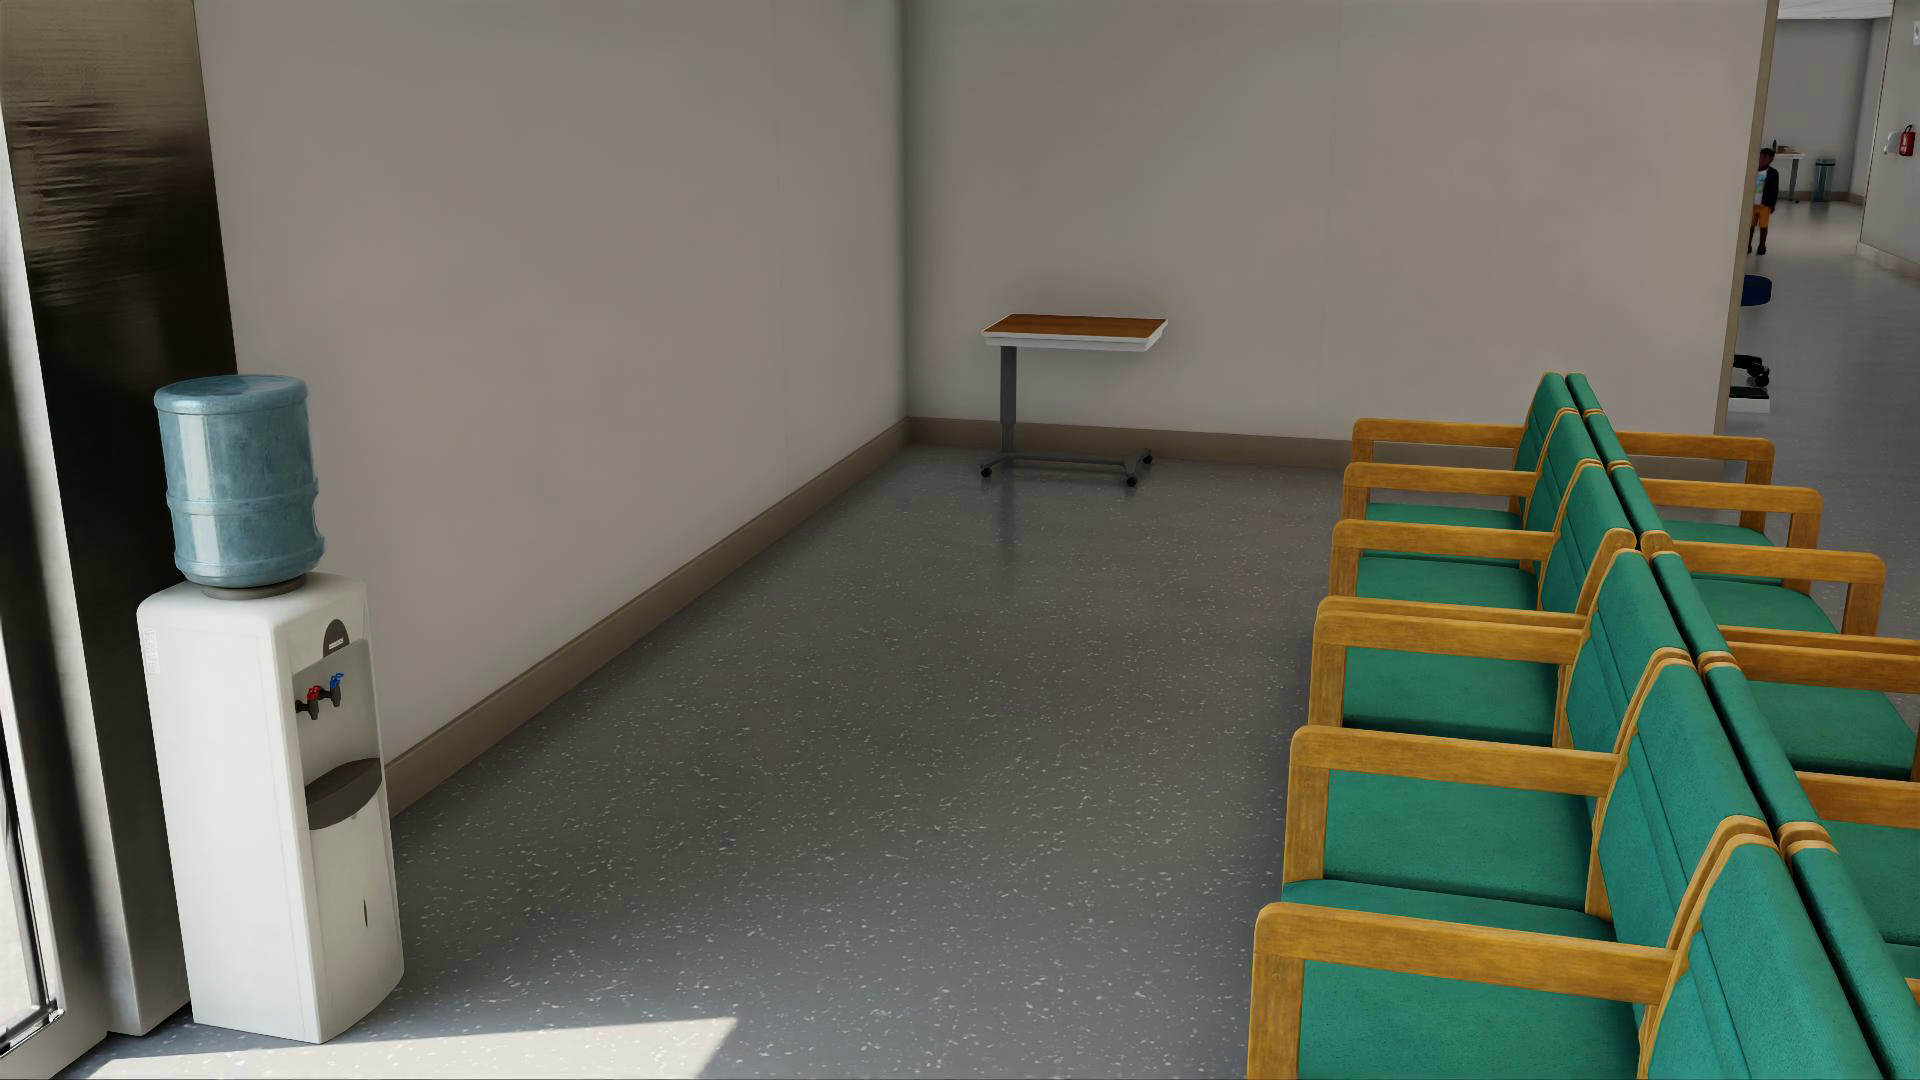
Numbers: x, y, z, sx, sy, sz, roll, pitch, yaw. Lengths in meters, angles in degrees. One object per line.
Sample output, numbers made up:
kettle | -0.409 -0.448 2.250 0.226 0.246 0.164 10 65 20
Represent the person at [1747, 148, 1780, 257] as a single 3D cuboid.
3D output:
person | 9.594 -4.052 19.924 0.583 1.269 0.668 14 21 41
